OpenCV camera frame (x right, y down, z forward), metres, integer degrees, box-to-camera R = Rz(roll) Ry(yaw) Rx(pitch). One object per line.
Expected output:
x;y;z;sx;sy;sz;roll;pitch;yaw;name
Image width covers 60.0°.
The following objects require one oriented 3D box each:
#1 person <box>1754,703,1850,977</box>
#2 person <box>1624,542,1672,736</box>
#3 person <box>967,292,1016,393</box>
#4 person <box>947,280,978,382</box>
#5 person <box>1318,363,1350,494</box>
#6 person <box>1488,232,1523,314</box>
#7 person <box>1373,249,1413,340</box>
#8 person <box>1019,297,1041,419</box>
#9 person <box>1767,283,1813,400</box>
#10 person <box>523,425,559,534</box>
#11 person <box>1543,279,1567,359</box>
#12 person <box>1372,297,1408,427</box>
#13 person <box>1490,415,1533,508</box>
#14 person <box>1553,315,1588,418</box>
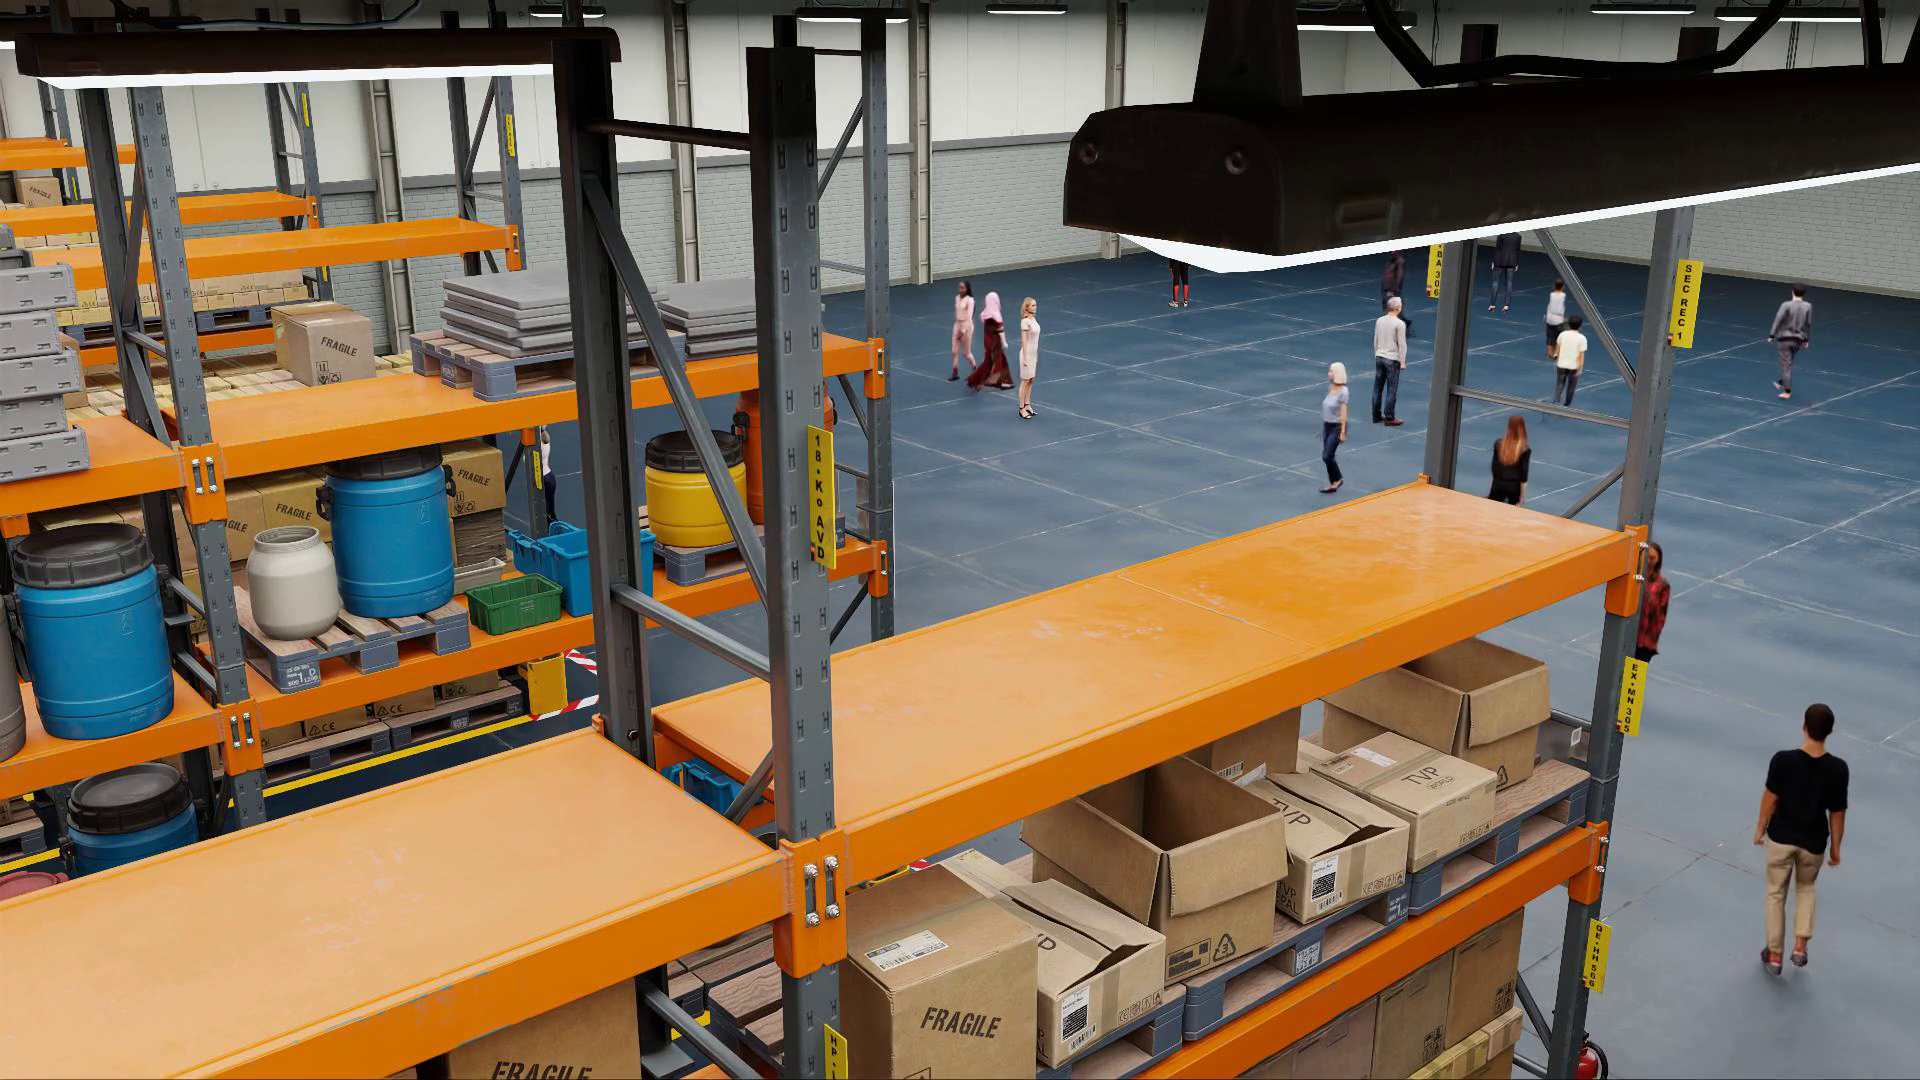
5.367;1.981;10.633;0.766;1.832;0.810;5;19;14;person
5.871;0.809;14.475;0.886;1.681;1.120;8;20;23;person
0.456;-3.143;26.757;1.173;1.591;0.956;-4;18;-11;person
0.124;-3.446;27.515;0.826;1.696;0.631;-13;22;-34;person
4.855;-1.416;21.263;0.691;1.708;0.680;-6;19;-18;person
9.957;-5.070;30.509;0.821;1.782;0.790;1;18;4;person
8.148;-4.651;31.037;1.174;1.807;1.021;-3;18;-9;person
1.030;-2.775;25.242;0.698;1.830;0.558;9;20;27;person
13.216;-3.142;26.388;1.084;1.818;1.091;-1;18;-4;person
-4.683;-0.574;18.689;0.746;1.701;0.675;2;18;7;person
10.541;-3.945;29.451;0.668;1.448;0.707;6;19;19;person
6.396;-2.675;24.801;0.653;1.911;0.753;-12;21;-32;person
6.072;-0.530;18.587;0.765;1.682;1.039;12;22;33;person
9.176;-2.607;25.129;0.681;1.580;0.769;13;22;34;person
